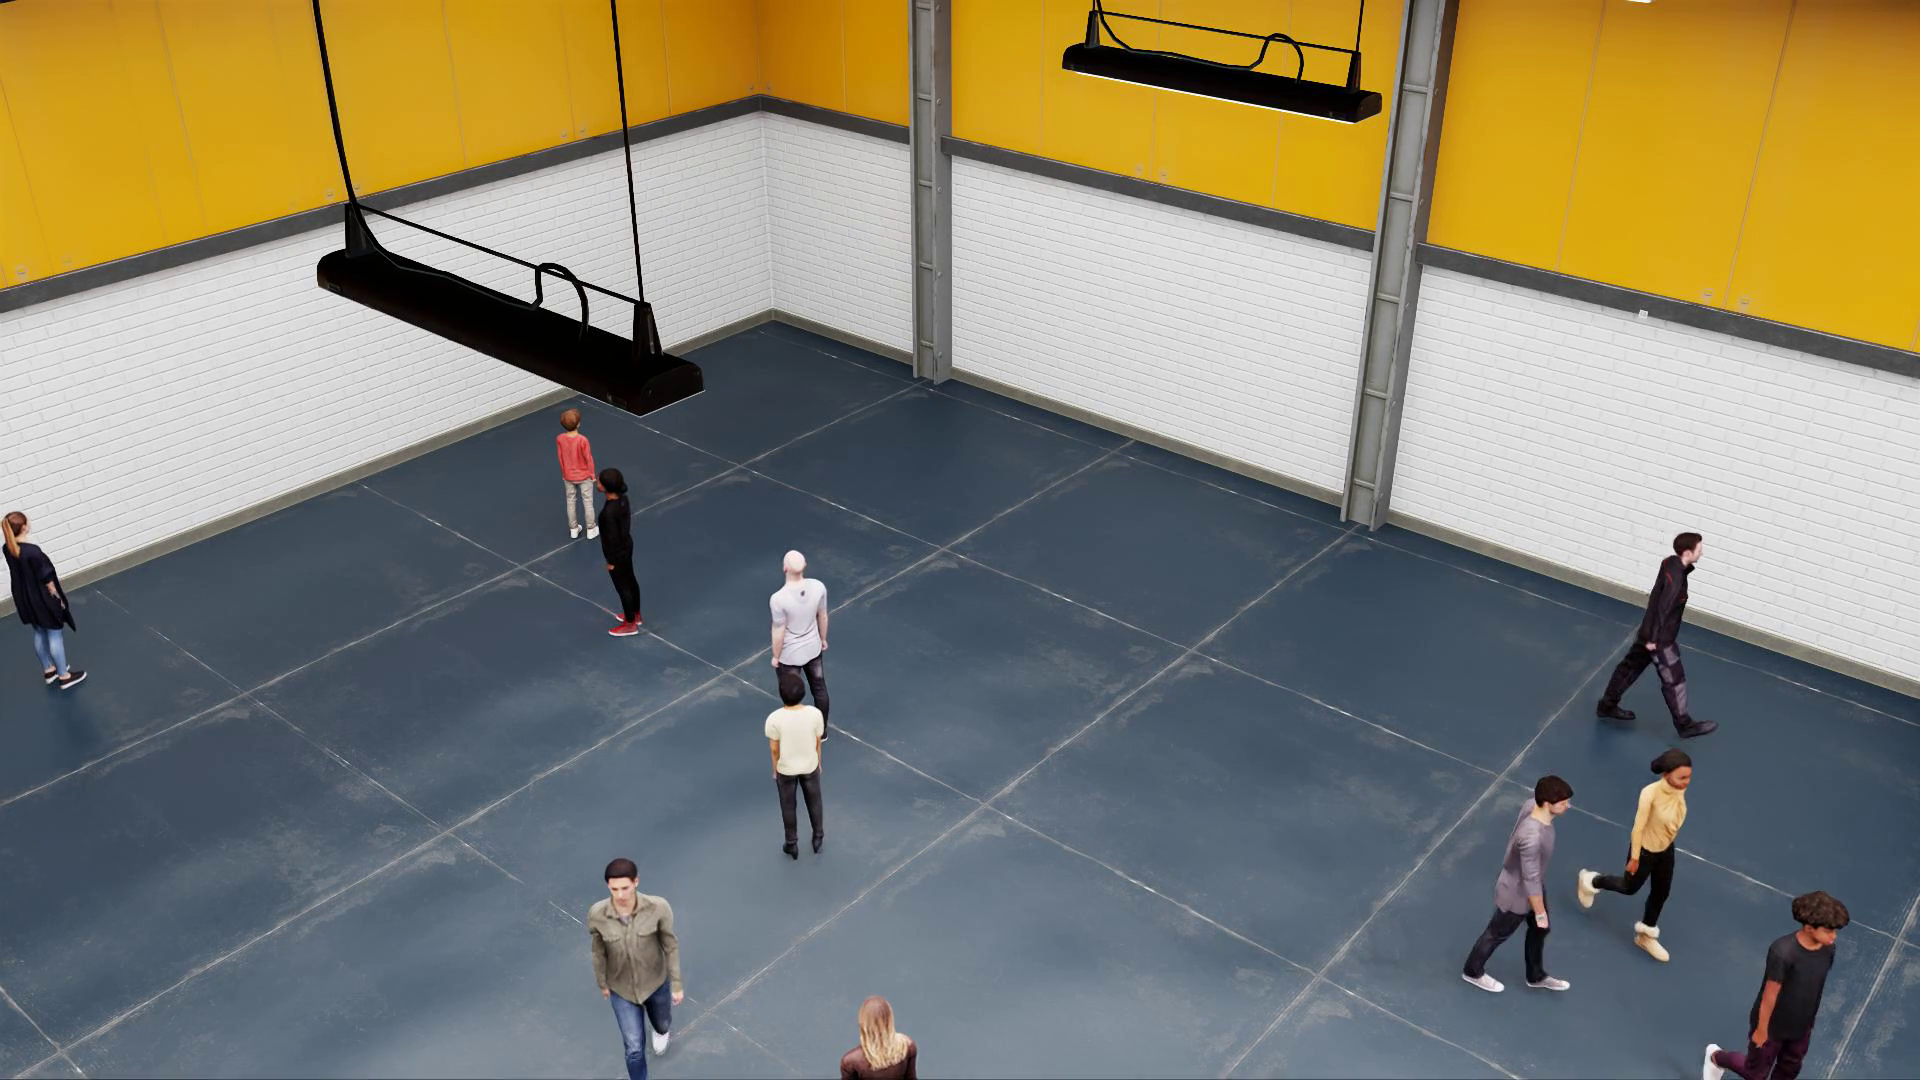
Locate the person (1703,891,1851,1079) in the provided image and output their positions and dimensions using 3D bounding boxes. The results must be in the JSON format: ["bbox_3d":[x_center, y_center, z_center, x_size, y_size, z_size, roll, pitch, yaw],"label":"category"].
[{"bbox_3d":[4.961,2.836,10.102,0.892,1.767,1.019,-9,30,-17],"label":"person"}]

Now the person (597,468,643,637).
[{"bbox_3d":[-3.116,0.095,15.223,0.686,1.674,0.674,4,29,7],"label":"person"}]

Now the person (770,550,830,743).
[{"bbox_3d":[-1.315,0.894,13.587,0.723,1.838,0.672,-19,34,-30],"label":"person"}]

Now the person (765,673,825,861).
[{"bbox_3d":[-1.213,1.686,12.398,0.655,1.587,0.660,-8,30,-15],"label":"person"}]

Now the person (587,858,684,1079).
[{"bbox_3d":[-1.970,2.680,10.311,1.126,1.840,1.231,-5,29,-8],"label":"person"}]

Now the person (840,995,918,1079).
[{"bbox_3d":[-0.449,3.262,9.387,0.674,1.703,0.644,-13,31,-22],"label":"person"}]

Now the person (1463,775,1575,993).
[{"bbox_3d":[3.634,2.284,11.055,0.980,1.822,0.820,14,32,24],"label":"person"}]

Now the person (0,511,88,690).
[{"bbox_3d":[-8.014,0.518,14.437,0.571,1.685,0.740,13,31,23],"label":"person"}]

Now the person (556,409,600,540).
[{"bbox_3d":[-3.891,-0.672,16.899,0.560,1.416,0.656,5,29,9],"label":"person"}]

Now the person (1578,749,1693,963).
[{"bbox_3d":[4.741,2.105,11.581,0.851,1.634,1.103,-13,31,-23],"label":"person"}]

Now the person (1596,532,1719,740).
[{"bbox_3d":[5.709,0.781,13.771,1.267,1.860,1.055,6,29,11],"label":"person"}]
